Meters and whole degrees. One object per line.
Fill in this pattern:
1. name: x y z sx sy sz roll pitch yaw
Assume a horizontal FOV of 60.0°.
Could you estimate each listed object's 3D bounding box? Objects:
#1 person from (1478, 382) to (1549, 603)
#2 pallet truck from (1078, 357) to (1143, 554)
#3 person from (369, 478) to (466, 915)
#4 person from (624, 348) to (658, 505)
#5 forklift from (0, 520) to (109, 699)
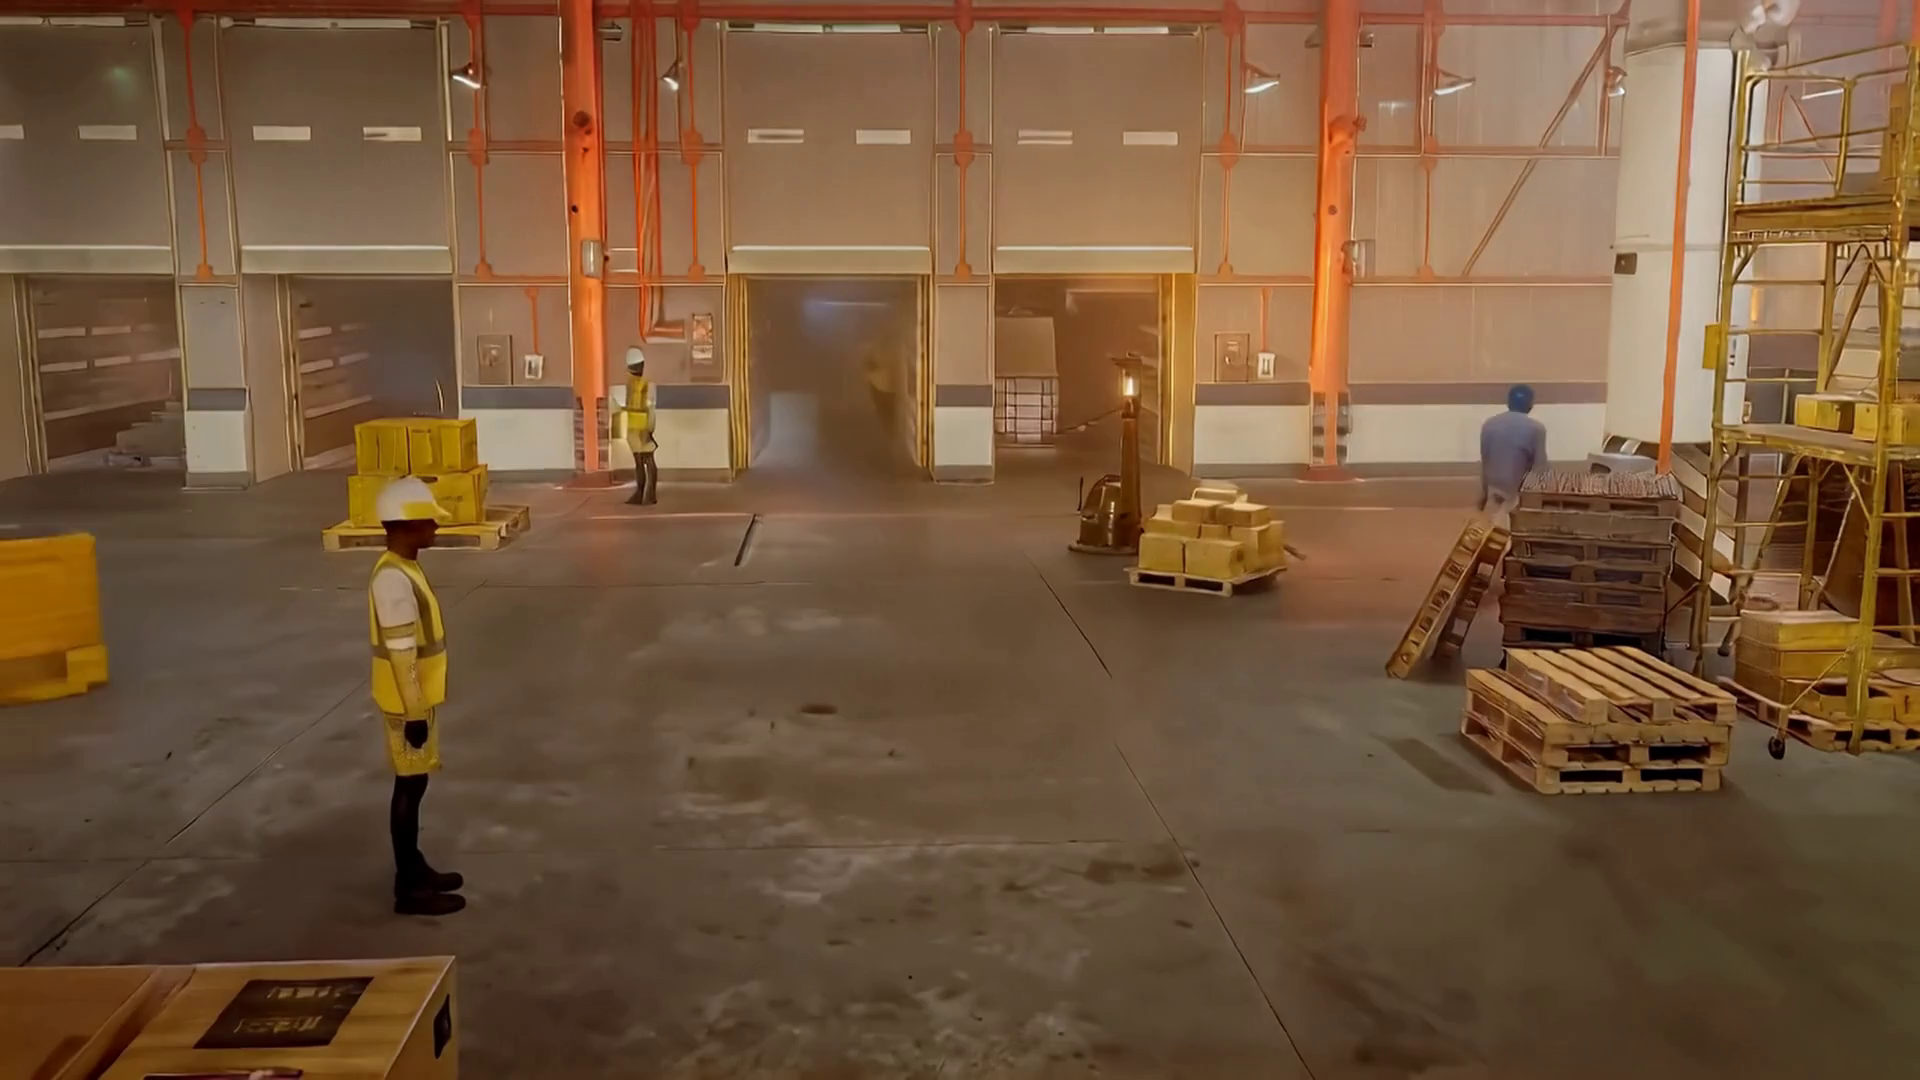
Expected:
1. person: 4.696 -0.401 14.319 0.779 1.910 0.644 -5 11 -31
2. pallet truck: 2.088 -0.836 16.757 1.885 1.965 0.823 2 9 13
3. person: -2.416 0.687 7.387 0.355 1.938 0.545 -3 9 -17
4. person: -3.946 -1.393 20.480 0.544 1.930 0.389 8 12 41
5. forklift: -6.798 -0.330 10.821 1.129 2.768 1.873 9 13 44
